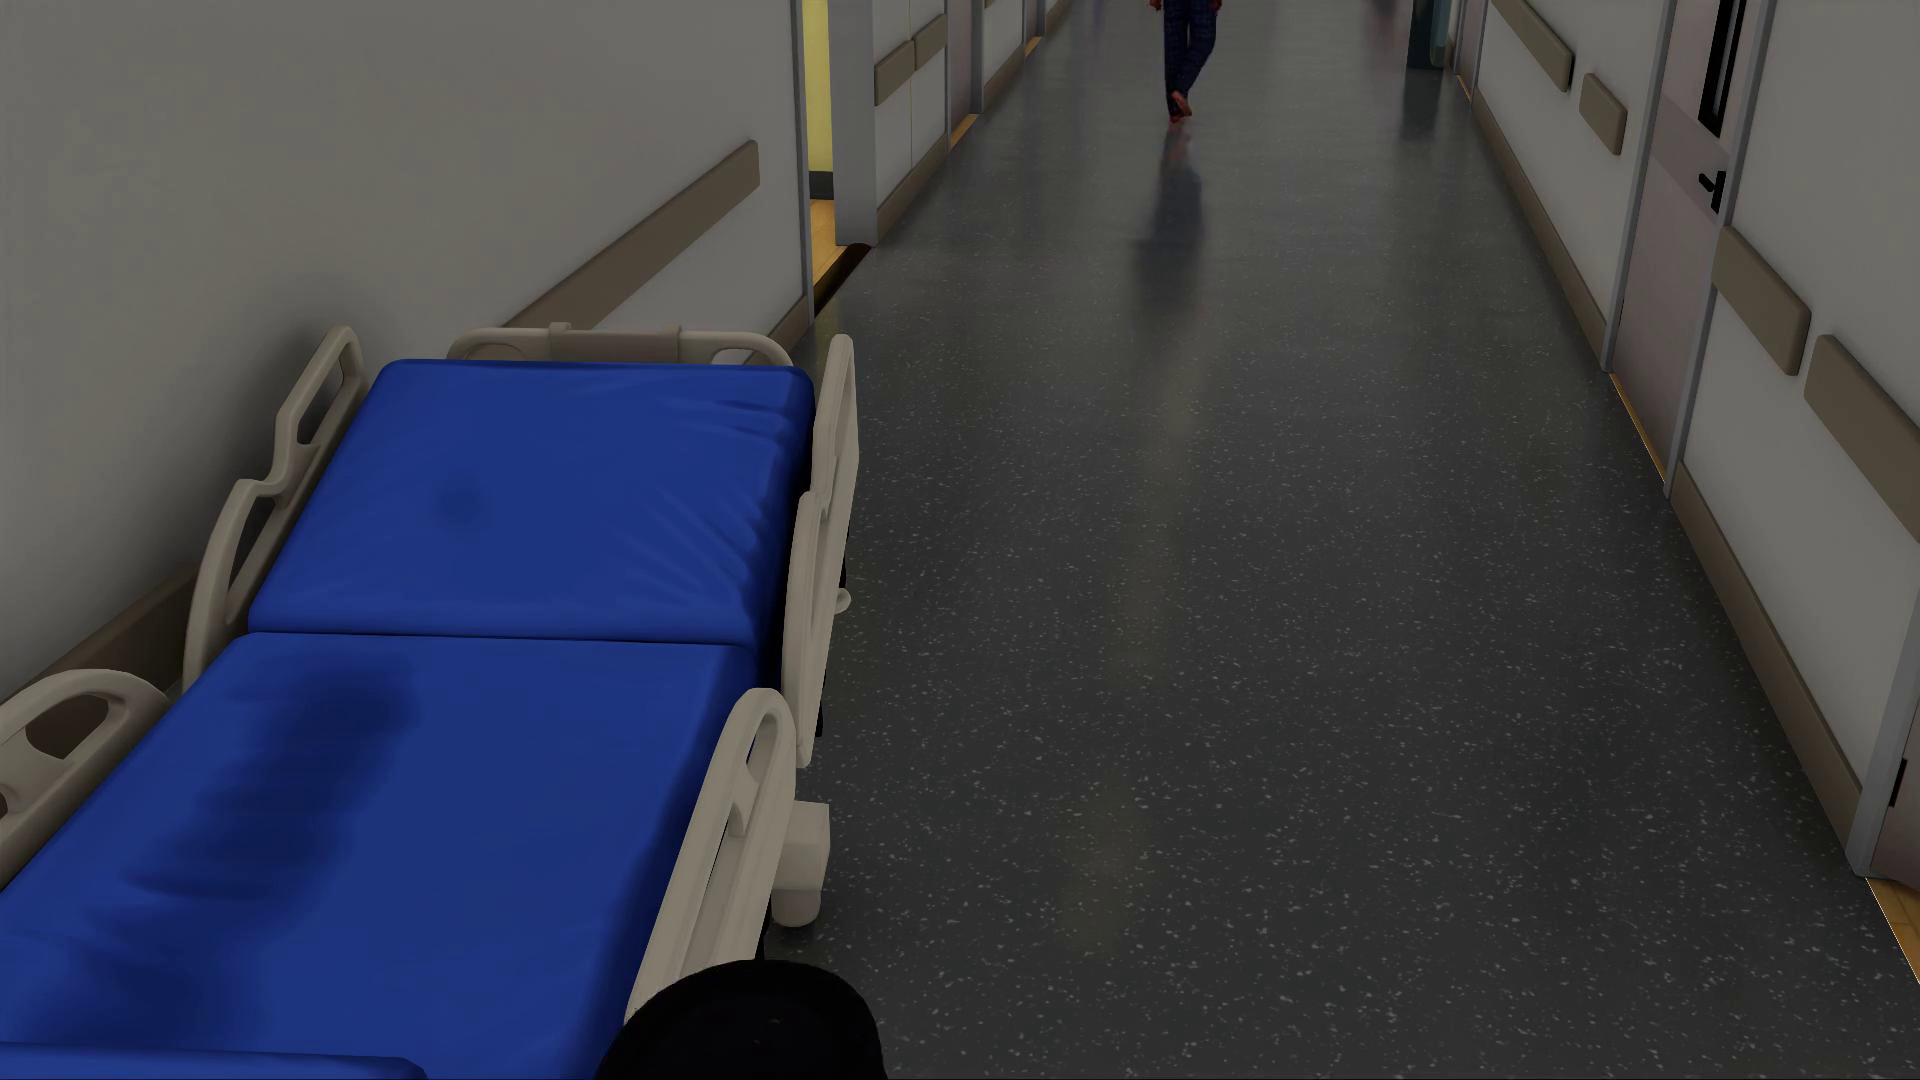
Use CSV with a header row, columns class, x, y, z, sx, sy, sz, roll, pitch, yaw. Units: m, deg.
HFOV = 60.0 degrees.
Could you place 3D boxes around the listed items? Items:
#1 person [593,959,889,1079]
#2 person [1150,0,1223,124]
class,x,y,z,sx,sy,sz,roll,pitch,yaw
person,-0.144,1.141,1.321,1.086,1.626,0.908,10,28,20
person,1.501,-3.710,11.169,0.715,1.810,0.824,11,28,22
